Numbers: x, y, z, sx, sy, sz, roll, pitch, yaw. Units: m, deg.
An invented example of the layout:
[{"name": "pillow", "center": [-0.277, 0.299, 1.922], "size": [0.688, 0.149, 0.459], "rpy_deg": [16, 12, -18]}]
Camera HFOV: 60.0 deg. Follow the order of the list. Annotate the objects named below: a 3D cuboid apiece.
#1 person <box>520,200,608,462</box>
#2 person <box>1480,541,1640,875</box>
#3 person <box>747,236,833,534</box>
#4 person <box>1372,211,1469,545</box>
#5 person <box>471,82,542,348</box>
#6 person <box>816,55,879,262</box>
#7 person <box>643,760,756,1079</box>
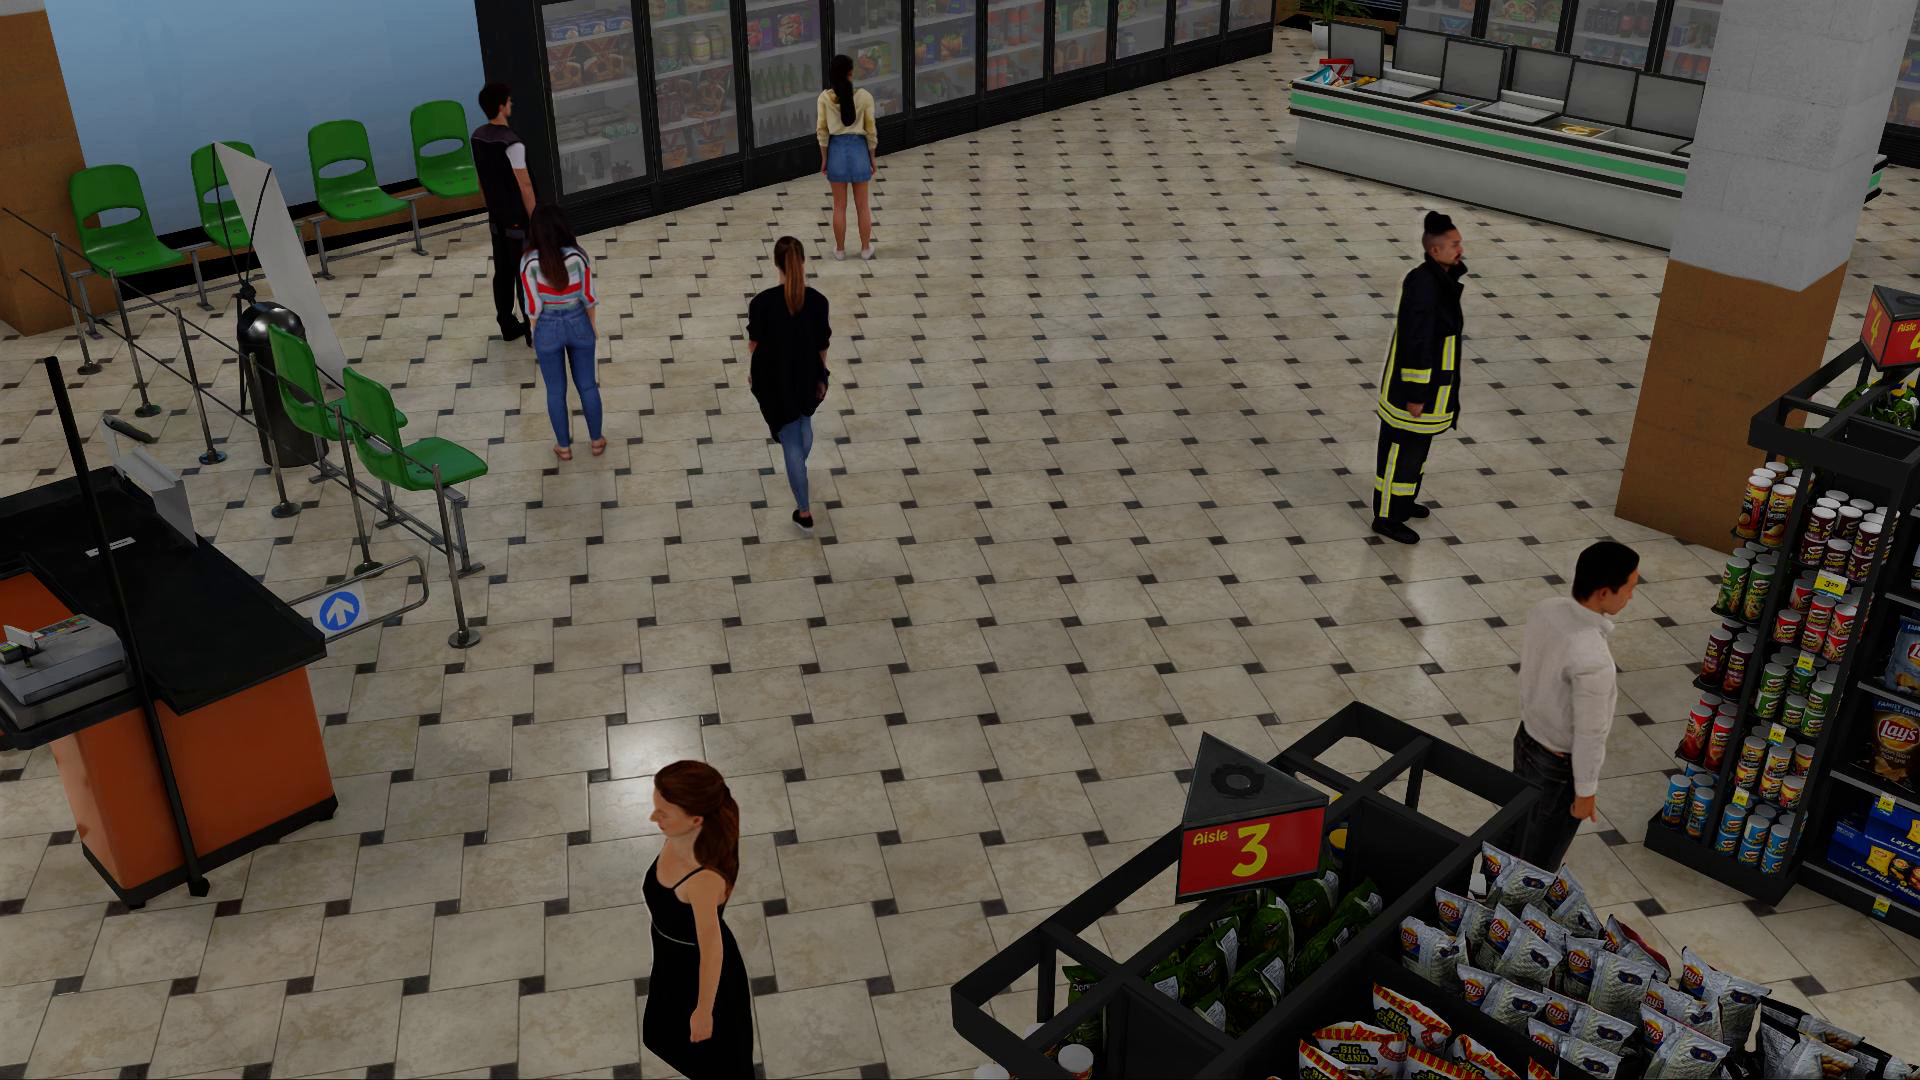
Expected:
[{"name": "person", "center": [-2.404, -1.265, 10.078], "size": [0.665, 1.611, 0.648], "rpy_deg": [-10, 30, -17]}, {"name": "person", "center": [2.161, 0.804, 6.087], "size": [0.795, 1.804, 0.705], "rpy_deg": [-3, 29, -5]}, {"name": "person", "center": [-0.920, -0.822, 9.232], "size": [0.947, 1.643, 1.166], "rpy_deg": [-9, 30, -16]}, {"name": "person", "center": [2.542, -0.921, 9.187], "size": [0.825, 1.862, 0.852], "rpy_deg": [13, 31, 22]}, {"name": "person", "center": [-3.163, -2.274, 11.679], "size": [0.550, 1.848, 0.734], "rpy_deg": [19, 34, 31]}, {"name": "person", "center": [-0.901, -3.061, 13.348], "size": [0.707, 1.630, 0.755], "rpy_deg": [-2, 29, -3]}, {"name": "person", "center": [-0.806, 1.366, 5.243], "size": [0.710, 1.626, 0.621], "rpy_deg": [-11, 31, -20]}]
